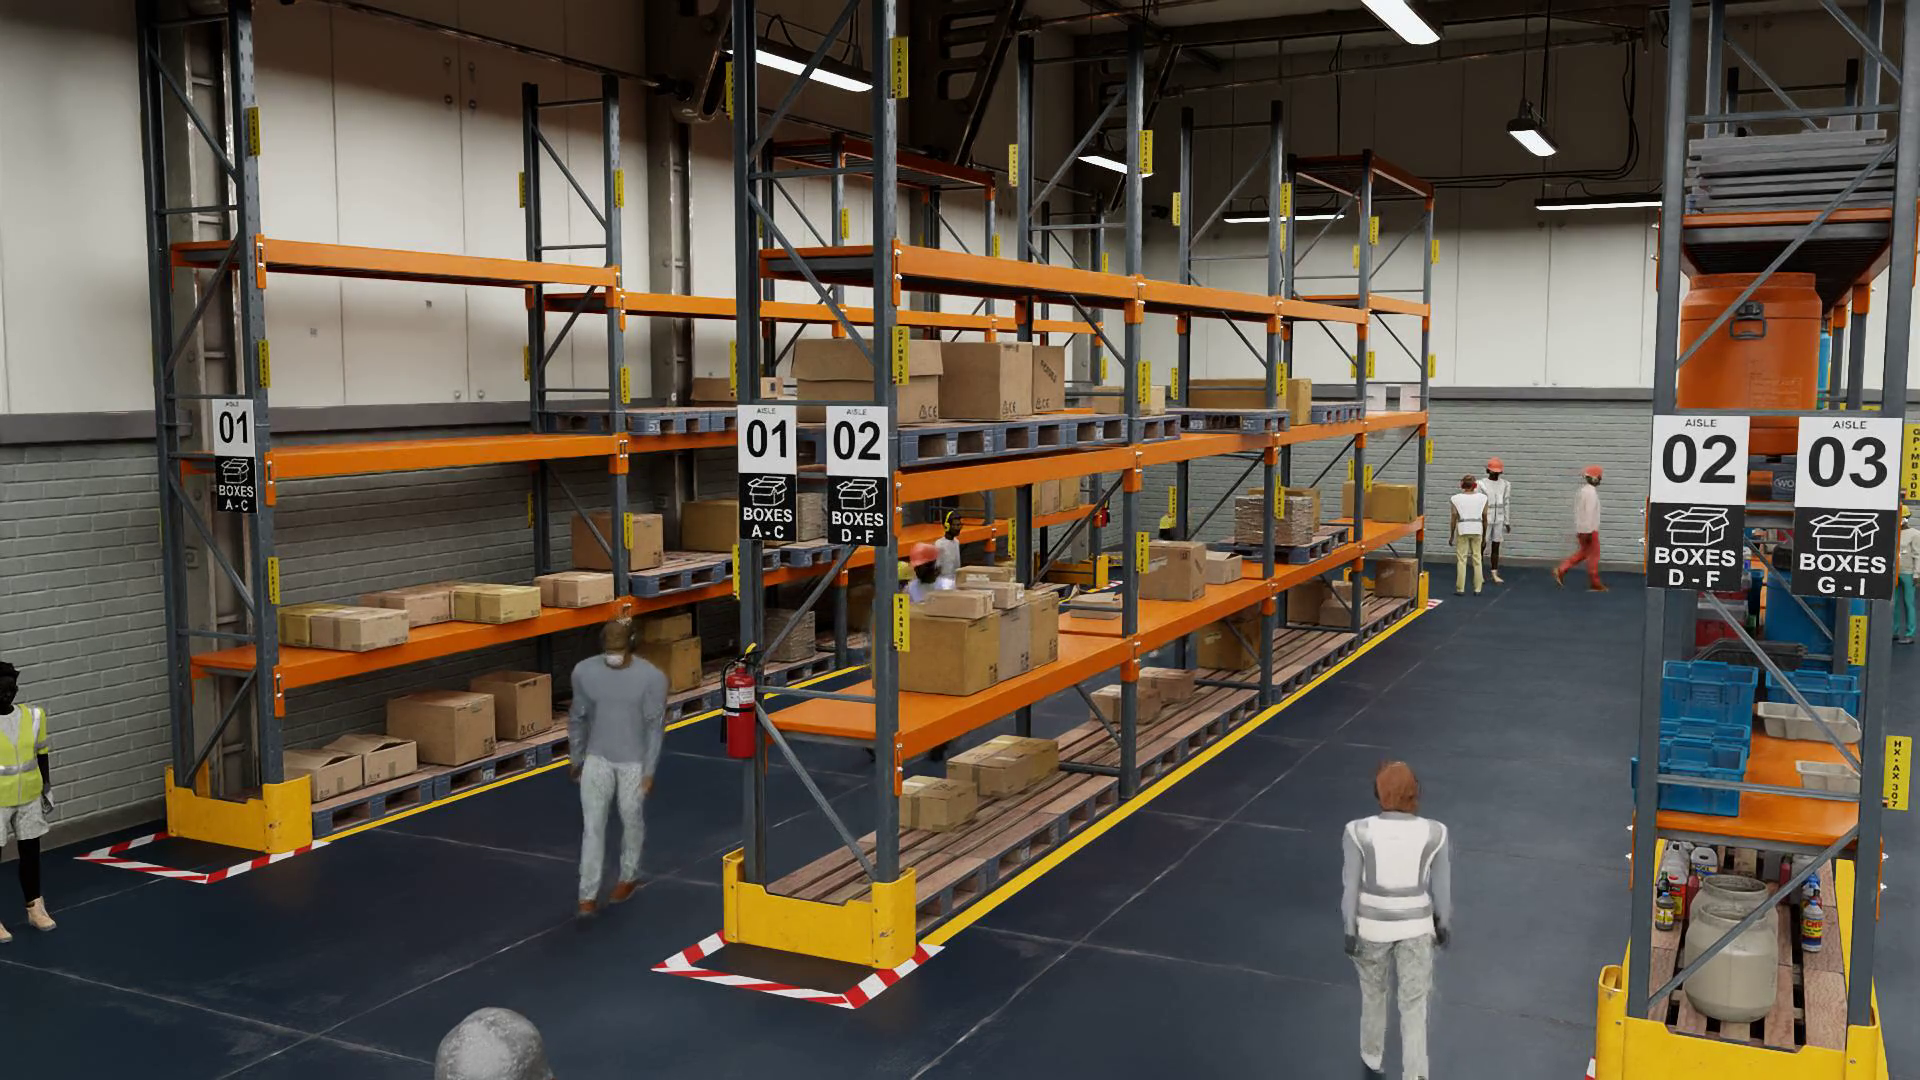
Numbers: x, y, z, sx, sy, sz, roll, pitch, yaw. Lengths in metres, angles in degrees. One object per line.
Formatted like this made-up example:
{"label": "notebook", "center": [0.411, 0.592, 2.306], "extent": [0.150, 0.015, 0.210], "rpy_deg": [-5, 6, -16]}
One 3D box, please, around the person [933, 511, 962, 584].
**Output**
{"label": "person", "center": [-0.127, 0.601, 18.535], "extent": [0.320, 1.861, 0.514], "rpy_deg": [3, 7, 27]}

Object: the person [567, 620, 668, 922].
{"label": "person", "center": [-2.165, 1.429, 10.389], "extent": [0.677, 1.875, 0.977], "rpy_deg": [0, 6, -1]}

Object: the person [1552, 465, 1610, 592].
{"label": "person", "center": [9.585, -0.177, 25.542], "extent": [0.772, 1.976, 0.622], "rpy_deg": [1, 6, 5]}

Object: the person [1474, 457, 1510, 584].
{"label": "person", "center": [8.479, -0.305, 26.493], "extent": [0.605, 2.034, 0.389], "rpy_deg": [-1, 6, -6]}

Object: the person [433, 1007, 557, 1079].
{"label": "person", "center": [-1.023, 2.035, 3.701], "extent": [0.688, 2.000, 0.539], "rpy_deg": [1, 6, 6]}

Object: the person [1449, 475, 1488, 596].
{"label": "person", "center": [7.660, -0.060, 25.048], "extent": [0.563, 1.838, 0.390], "rpy_deg": [0, 6, 2]}

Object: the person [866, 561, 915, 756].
{"label": "person", "center": [-0.618, 1.058, 14.709], "extent": [0.554, 1.737, 0.771], "rpy_deg": [5, 8, 40]}

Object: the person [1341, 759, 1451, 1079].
{"label": "person", "center": [2.049, 1.836, 7.796], "extent": [0.515, 1.602, 0.864], "rpy_deg": [1, 6, 7]}

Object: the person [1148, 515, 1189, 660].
{"label": "person", "center": [2.529, 0.546, 19.851], "extent": [0.501, 1.701, 0.895], "rpy_deg": [3, 7, 28]}

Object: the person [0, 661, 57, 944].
{"label": "person", "center": [-5.736, 1.561, 10.005], "extent": [0.320, 1.689, 0.538], "rpy_deg": [4, 7, 33]}

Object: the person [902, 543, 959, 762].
{"label": "person", "center": [-0.295, 0.979, 14.611], "extent": [0.560, 1.904, 0.798], "rpy_deg": [3, 6, 25]}

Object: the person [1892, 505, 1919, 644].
{"label": "person", "center": [11.760, 0.418, 20.823], "extent": [0.341, 1.753, 0.533], "rpy_deg": [-3, 6, -23]}
